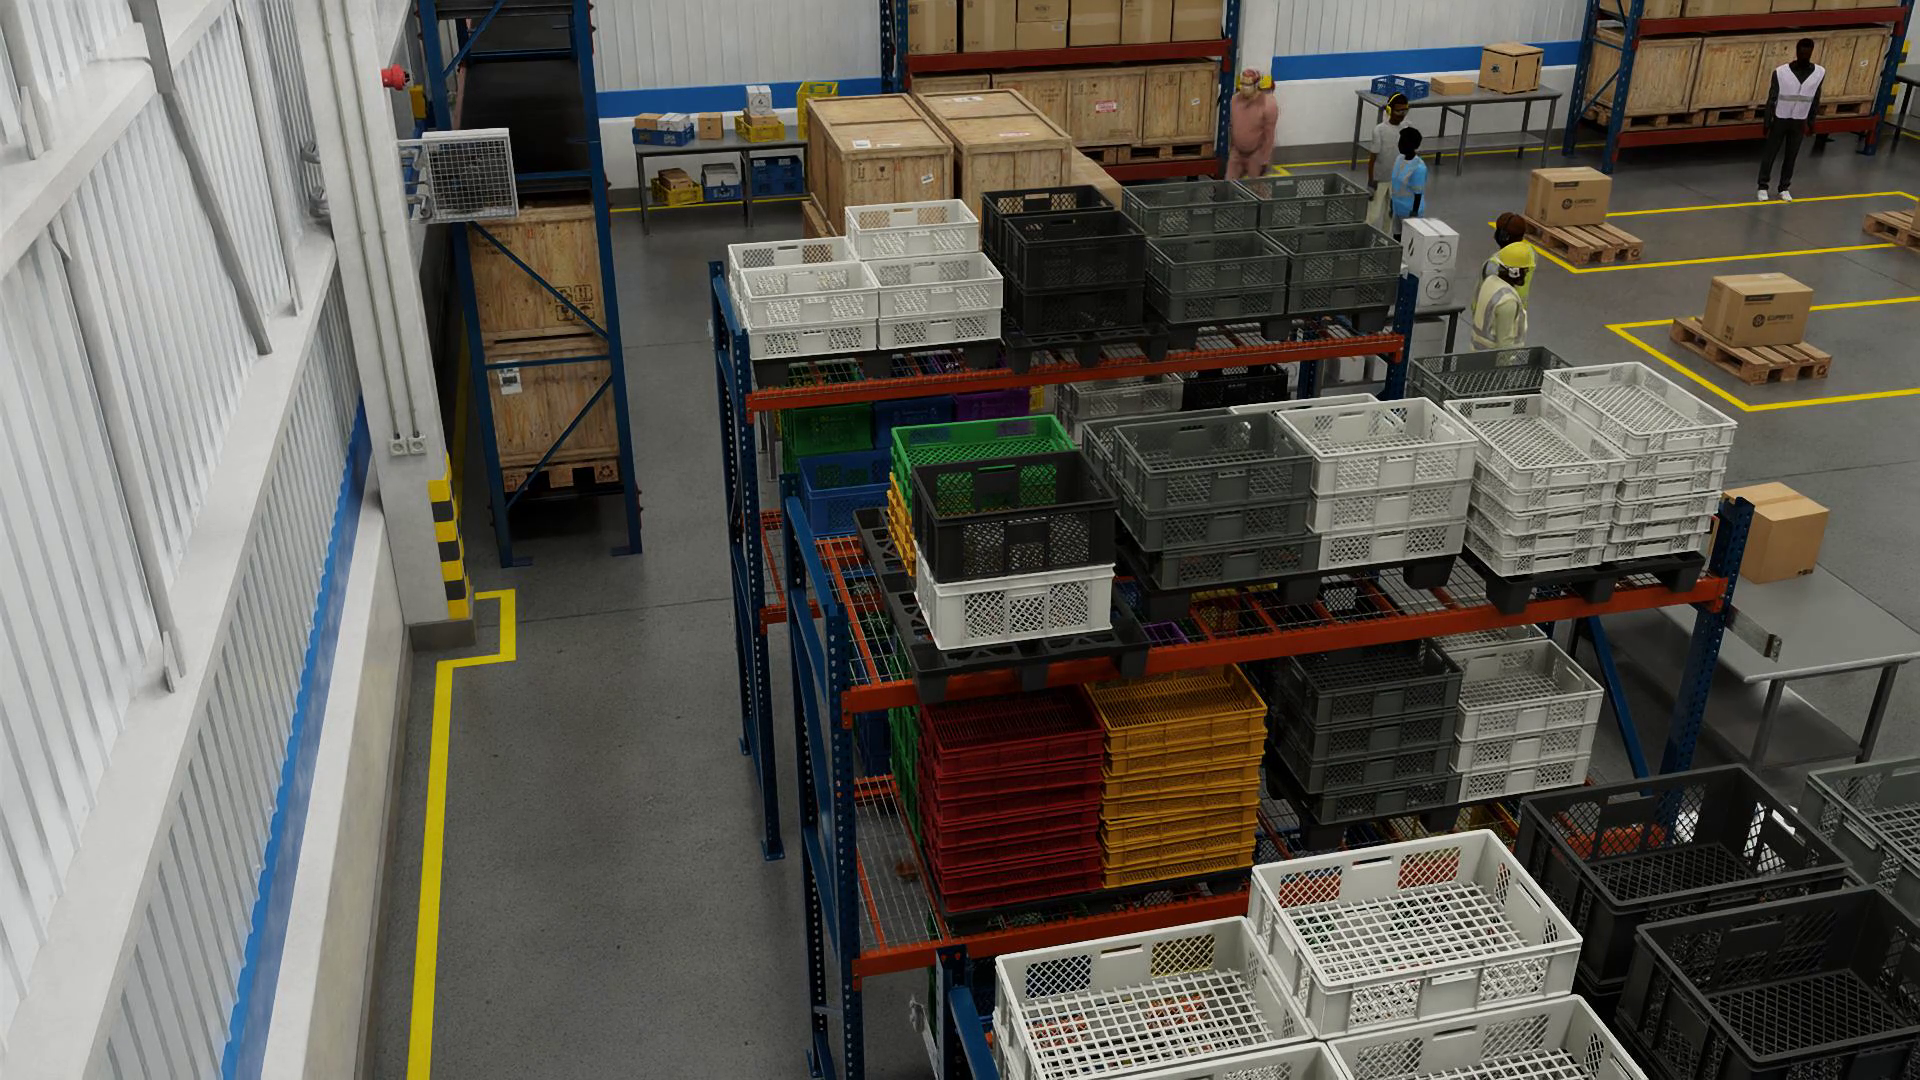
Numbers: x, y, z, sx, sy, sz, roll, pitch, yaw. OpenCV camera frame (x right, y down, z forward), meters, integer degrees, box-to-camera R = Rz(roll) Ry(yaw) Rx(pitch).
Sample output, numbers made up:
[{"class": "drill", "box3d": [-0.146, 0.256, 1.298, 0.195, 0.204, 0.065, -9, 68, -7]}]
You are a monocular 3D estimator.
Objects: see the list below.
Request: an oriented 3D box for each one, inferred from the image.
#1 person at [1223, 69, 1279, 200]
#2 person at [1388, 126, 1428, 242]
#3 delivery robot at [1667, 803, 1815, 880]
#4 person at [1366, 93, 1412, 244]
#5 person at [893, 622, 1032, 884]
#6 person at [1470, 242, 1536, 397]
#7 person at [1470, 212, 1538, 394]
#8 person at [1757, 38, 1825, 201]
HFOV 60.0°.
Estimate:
[{"class": "person", "box3d": [3.207, -4.277, 18.422, 0.653, 1.883, 0.463, 24, 36, 37]}, {"class": "person", "box3d": [4.512, -3.335, 16.837, 0.326, 1.689, 0.538, -6, 28, -12]}, {"class": "delivery robot", "box3d": [4.056, 1.571, 8.637, 0.707, 0.478, 0.477, -4, 28, -7]}, {"class": "person", "box3d": [4.500, -3.774, 17.495, 0.517, 1.859, 0.334, -13, 30, -22]}, {"class": "person", "box3d": [0.044, 1.031, 8.356, 0.830, 1.899, 0.362, 3, 28, 5]}, {"class": "person", "box3d": [4.243, -1.472, 13.162, 0.403, 1.823, 0.594, 1, 28, 2]}, {"class": "person", "box3d": [4.433, -1.805, 13.768, 0.636, 1.842, 0.429, -25, 37, -39]}, {"class": "person", "box3d": [9.835, -4.988, 19.741, 0.592, 1.913, 0.388, 3, 28, 6]}]
